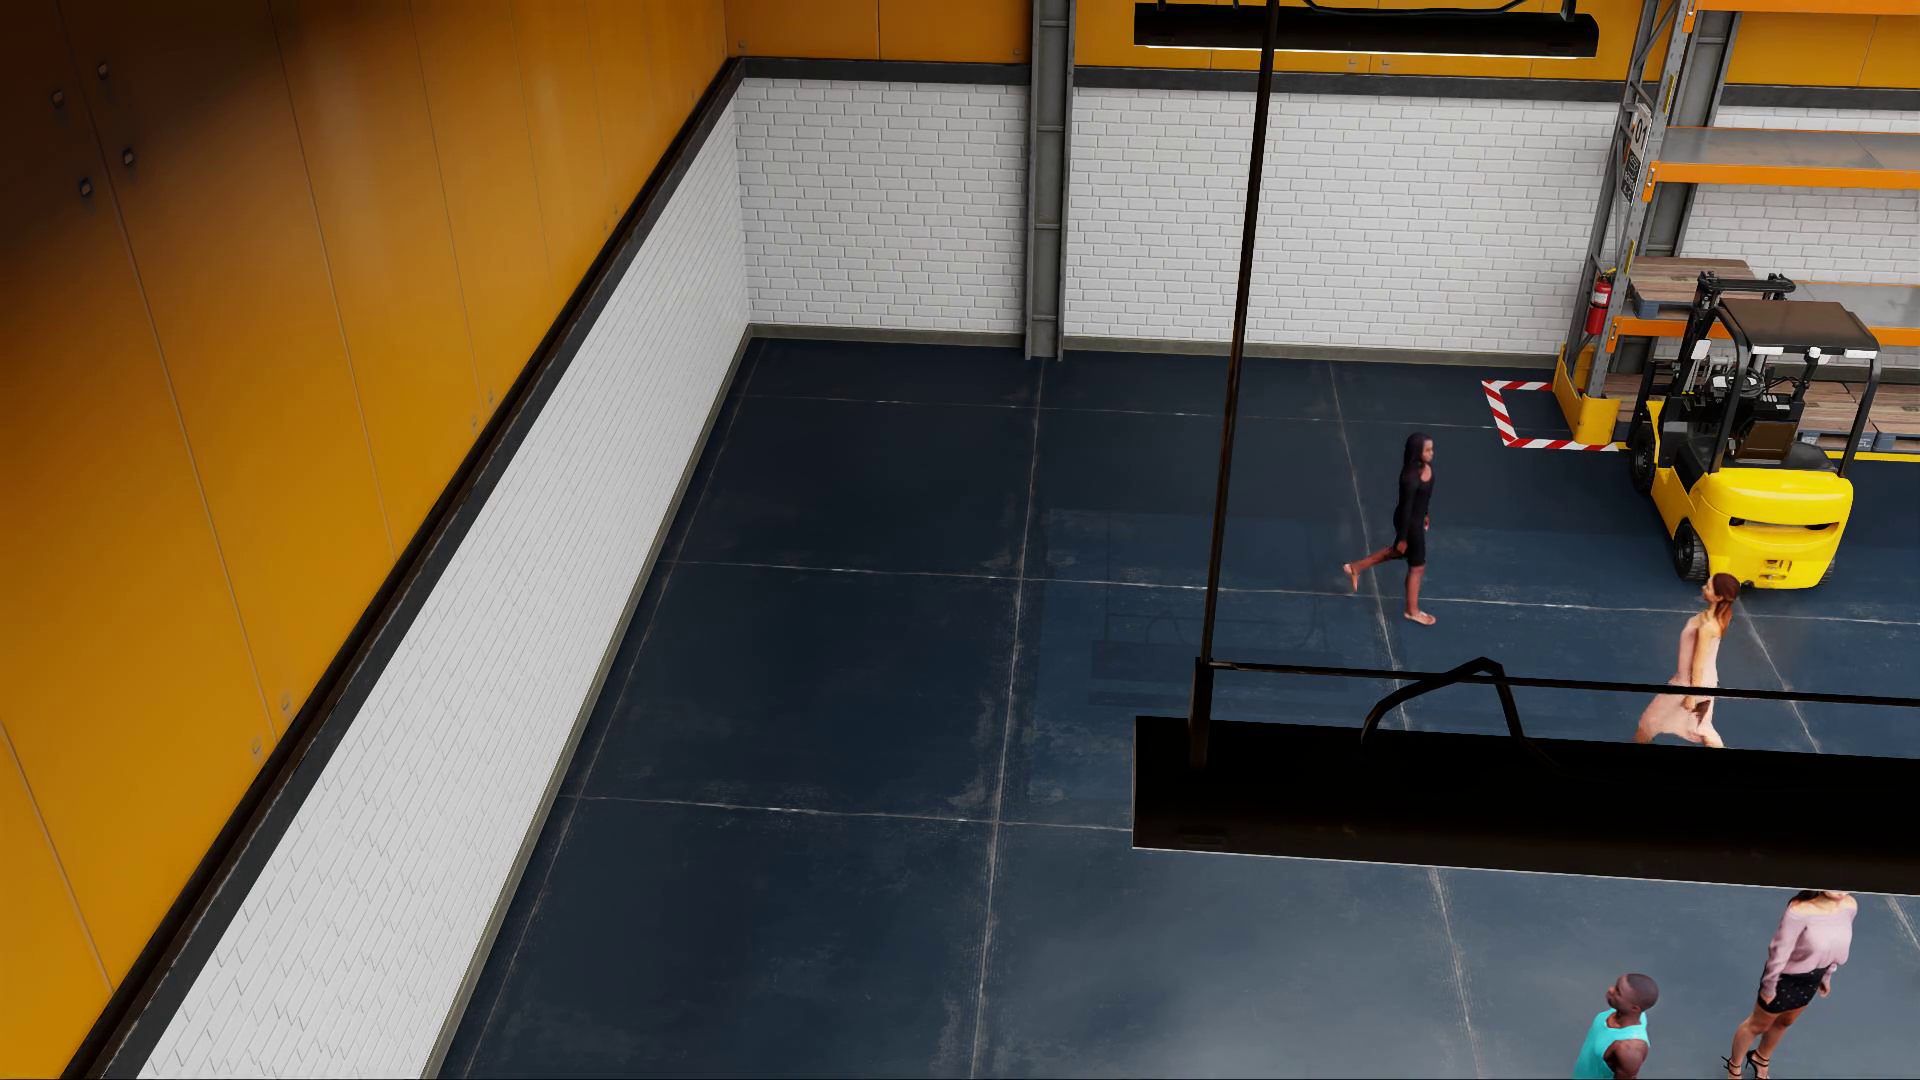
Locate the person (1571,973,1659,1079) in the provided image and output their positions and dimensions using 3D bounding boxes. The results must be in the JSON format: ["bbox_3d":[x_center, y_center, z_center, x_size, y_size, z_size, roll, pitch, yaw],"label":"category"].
[{"bbox_3d":[3.342,2.909,8.660,0.569,1.810,0.654,8,34,12],"label":"person"}]

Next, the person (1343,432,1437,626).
[{"bbox_3d":[3.529,-0.127,13.324,1.129,1.702,0.840,15,36,21],"label":"person"}]

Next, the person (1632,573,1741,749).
[{"bbox_3d":[5.164,1.037,11.492,1.198,1.792,1.025,24,41,32],"label":"person"}]

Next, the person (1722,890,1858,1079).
[{"bbox_3d":[4.662,2.459,9.337,0.577,1.811,0.739,-7,34,-11],"label":"person"}]
